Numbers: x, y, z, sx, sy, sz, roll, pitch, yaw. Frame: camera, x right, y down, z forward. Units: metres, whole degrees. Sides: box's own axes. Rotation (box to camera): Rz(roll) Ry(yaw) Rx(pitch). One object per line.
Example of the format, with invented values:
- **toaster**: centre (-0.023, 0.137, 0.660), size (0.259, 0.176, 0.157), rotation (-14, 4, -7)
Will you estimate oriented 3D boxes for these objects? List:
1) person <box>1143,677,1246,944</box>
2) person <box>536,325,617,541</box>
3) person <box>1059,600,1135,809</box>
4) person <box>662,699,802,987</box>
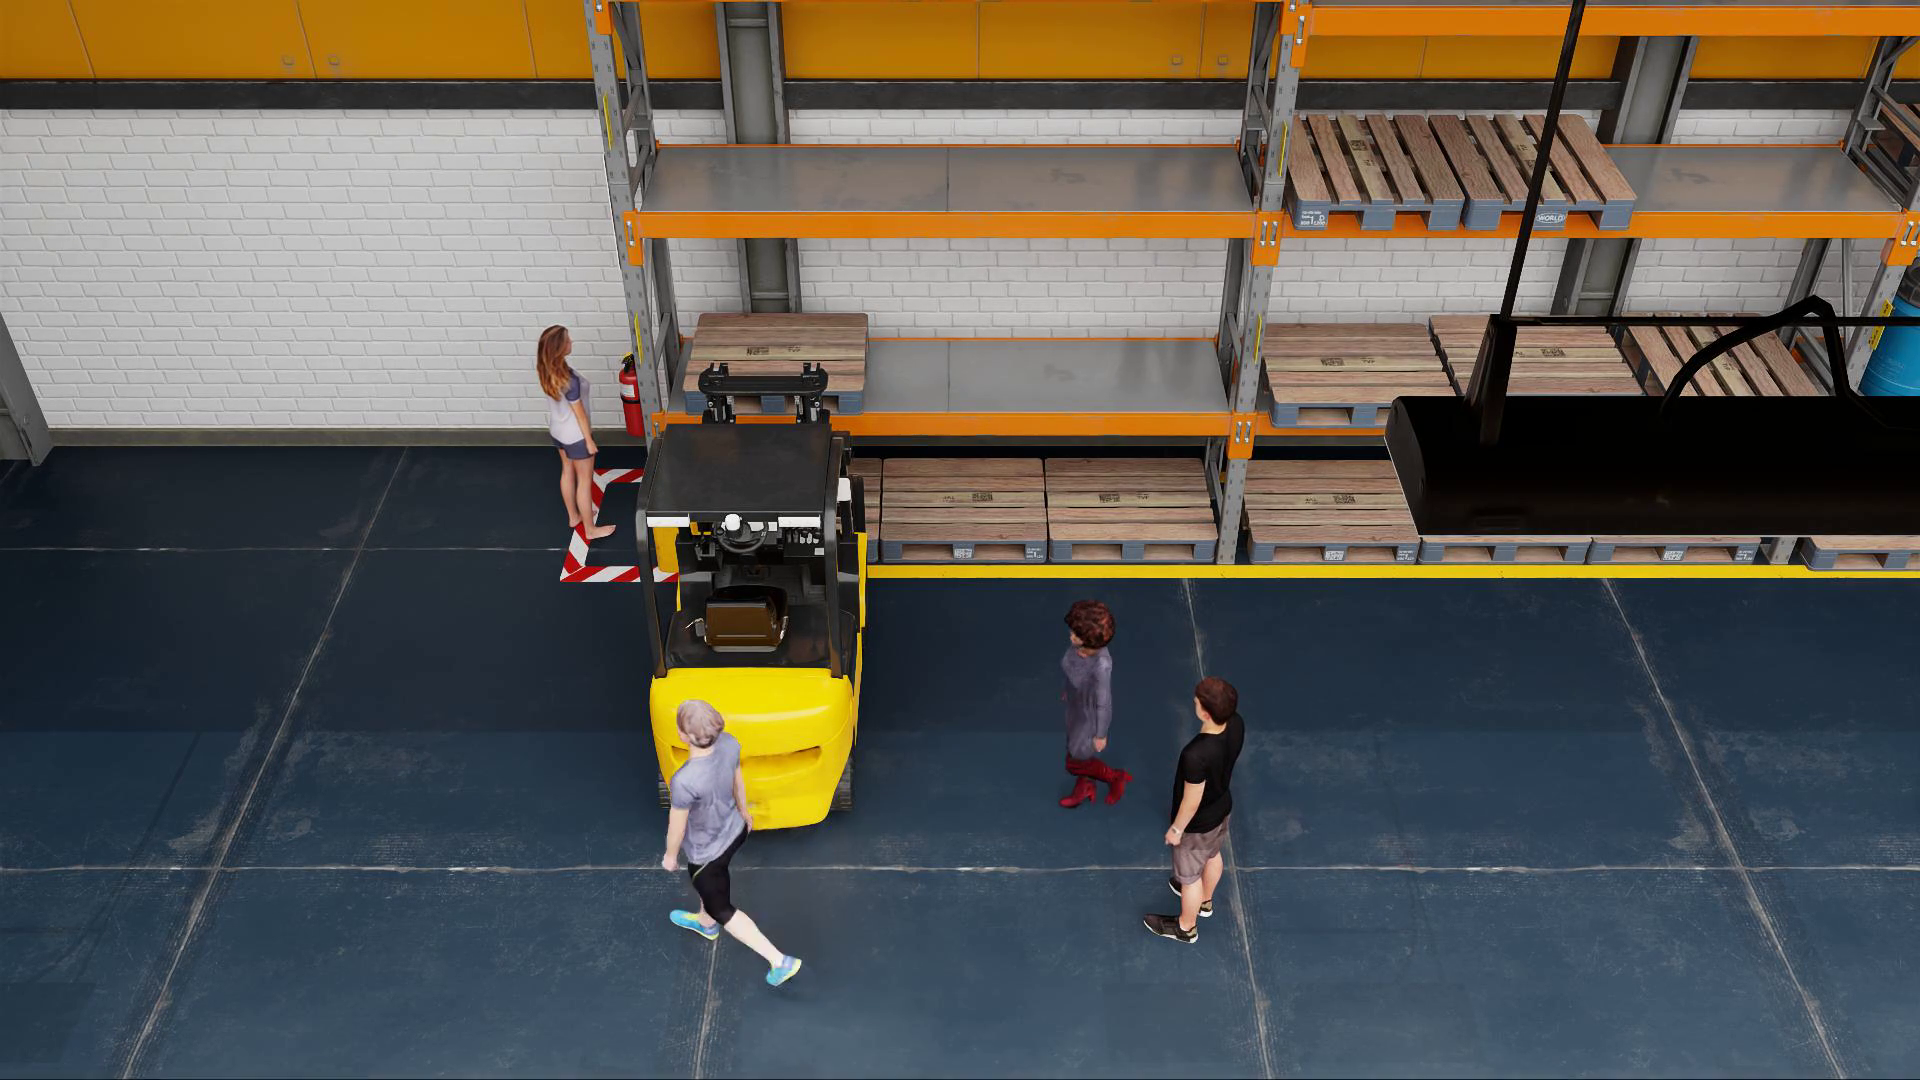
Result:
- **person**: centre (1.302, 1.447, 8.933), size (0.786, 1.862, 0.765), rotation (24, 44, 27)
- **person**: centre (-2.766, -0.763, 11.804), size (0.733, 1.733, 0.683), rotation (-29, 47, -31)
- **person**: centre (0.811, 1.004, 9.616), size (0.822, 1.701, 0.779), rotation (-9, 39, -11)
- **person**: centre (-1.219, 1.621, 8.723), size (1.236, 1.854, 0.942), rotation (14, 41, 17)
